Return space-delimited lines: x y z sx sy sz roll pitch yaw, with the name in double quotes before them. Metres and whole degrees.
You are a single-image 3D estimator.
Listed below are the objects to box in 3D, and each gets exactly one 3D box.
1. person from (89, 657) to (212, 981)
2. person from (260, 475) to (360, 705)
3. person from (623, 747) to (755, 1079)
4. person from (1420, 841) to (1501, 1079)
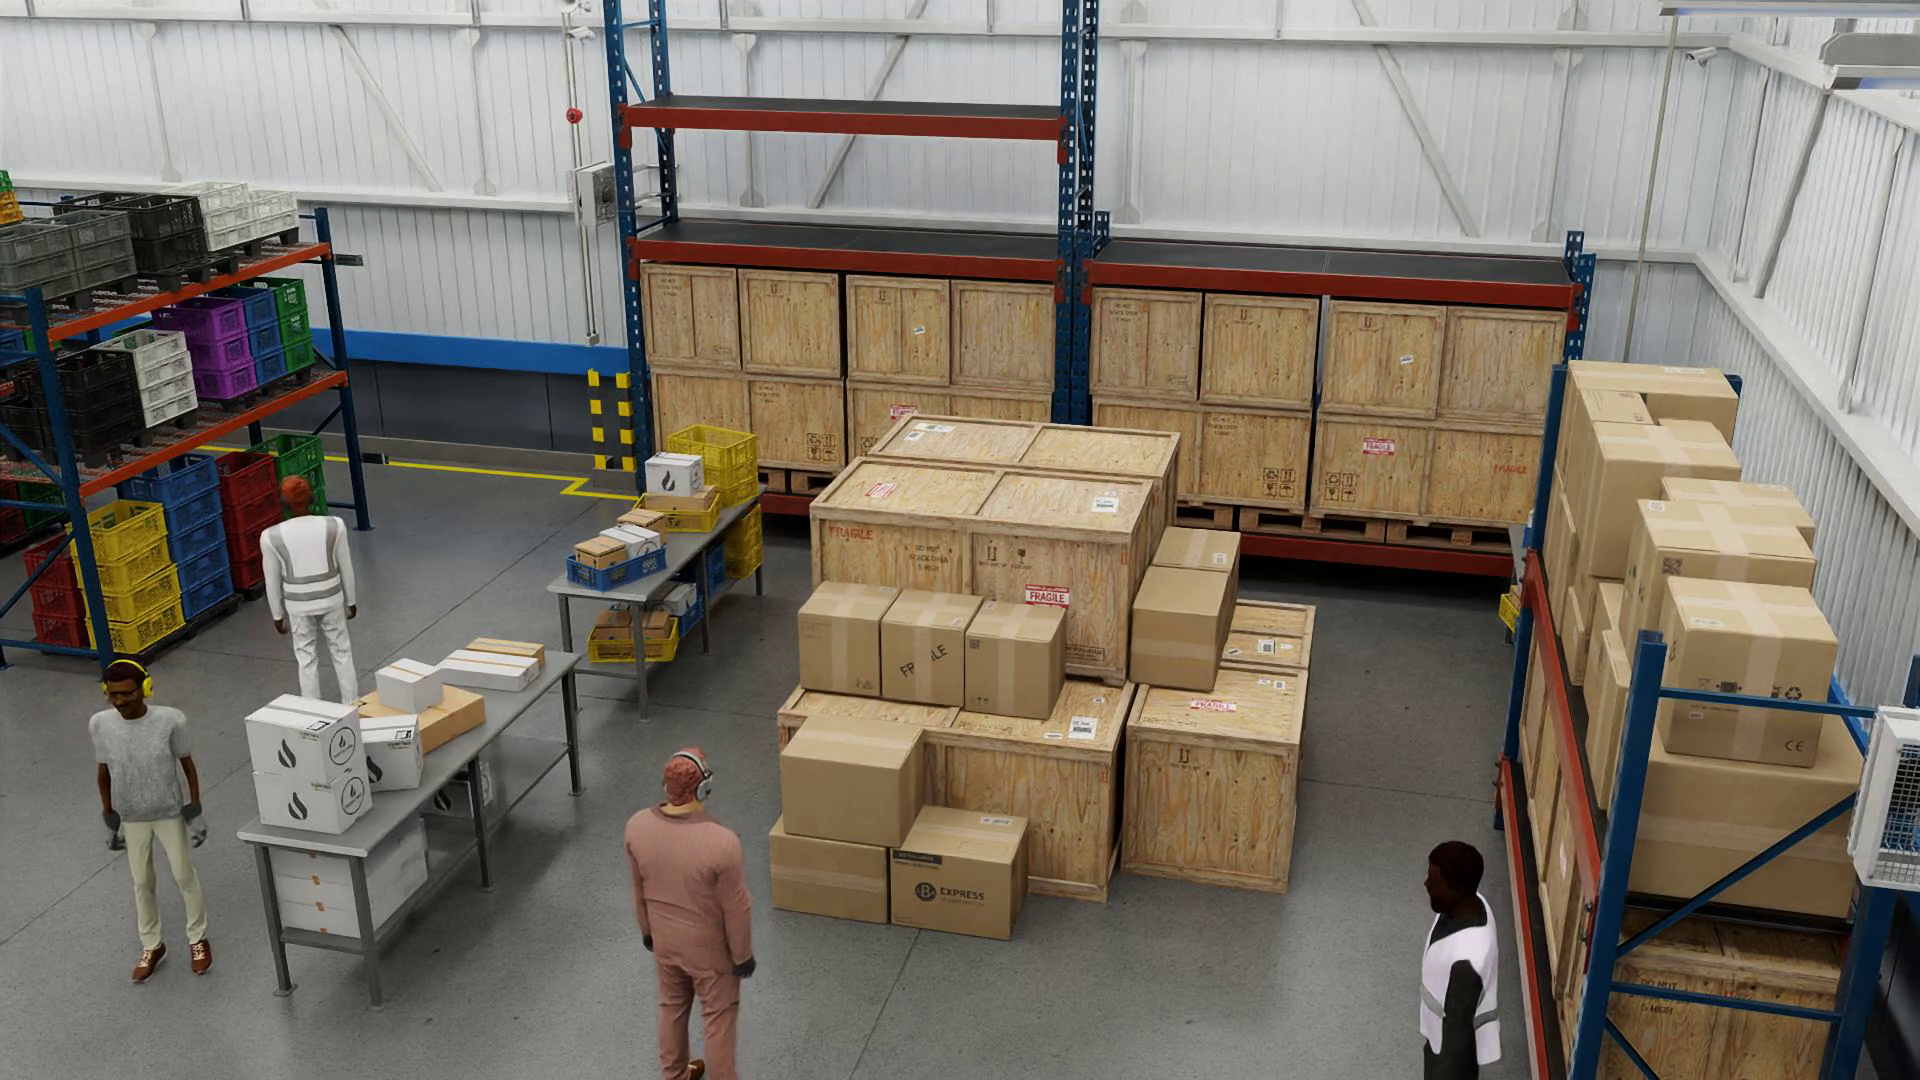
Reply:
"person" -4.320 1.484 8.900 0.518 1.874 0.330 -4 21 -11
"person" -4.507 0.454 11.598 0.579 1.879 0.360 -10 23 -25
"person" -1.246 1.862 7.882 0.645 1.900 0.400 11 23 26
"person" 2.101 2.145 7.127 0.409 1.908 0.597 5 22 13
